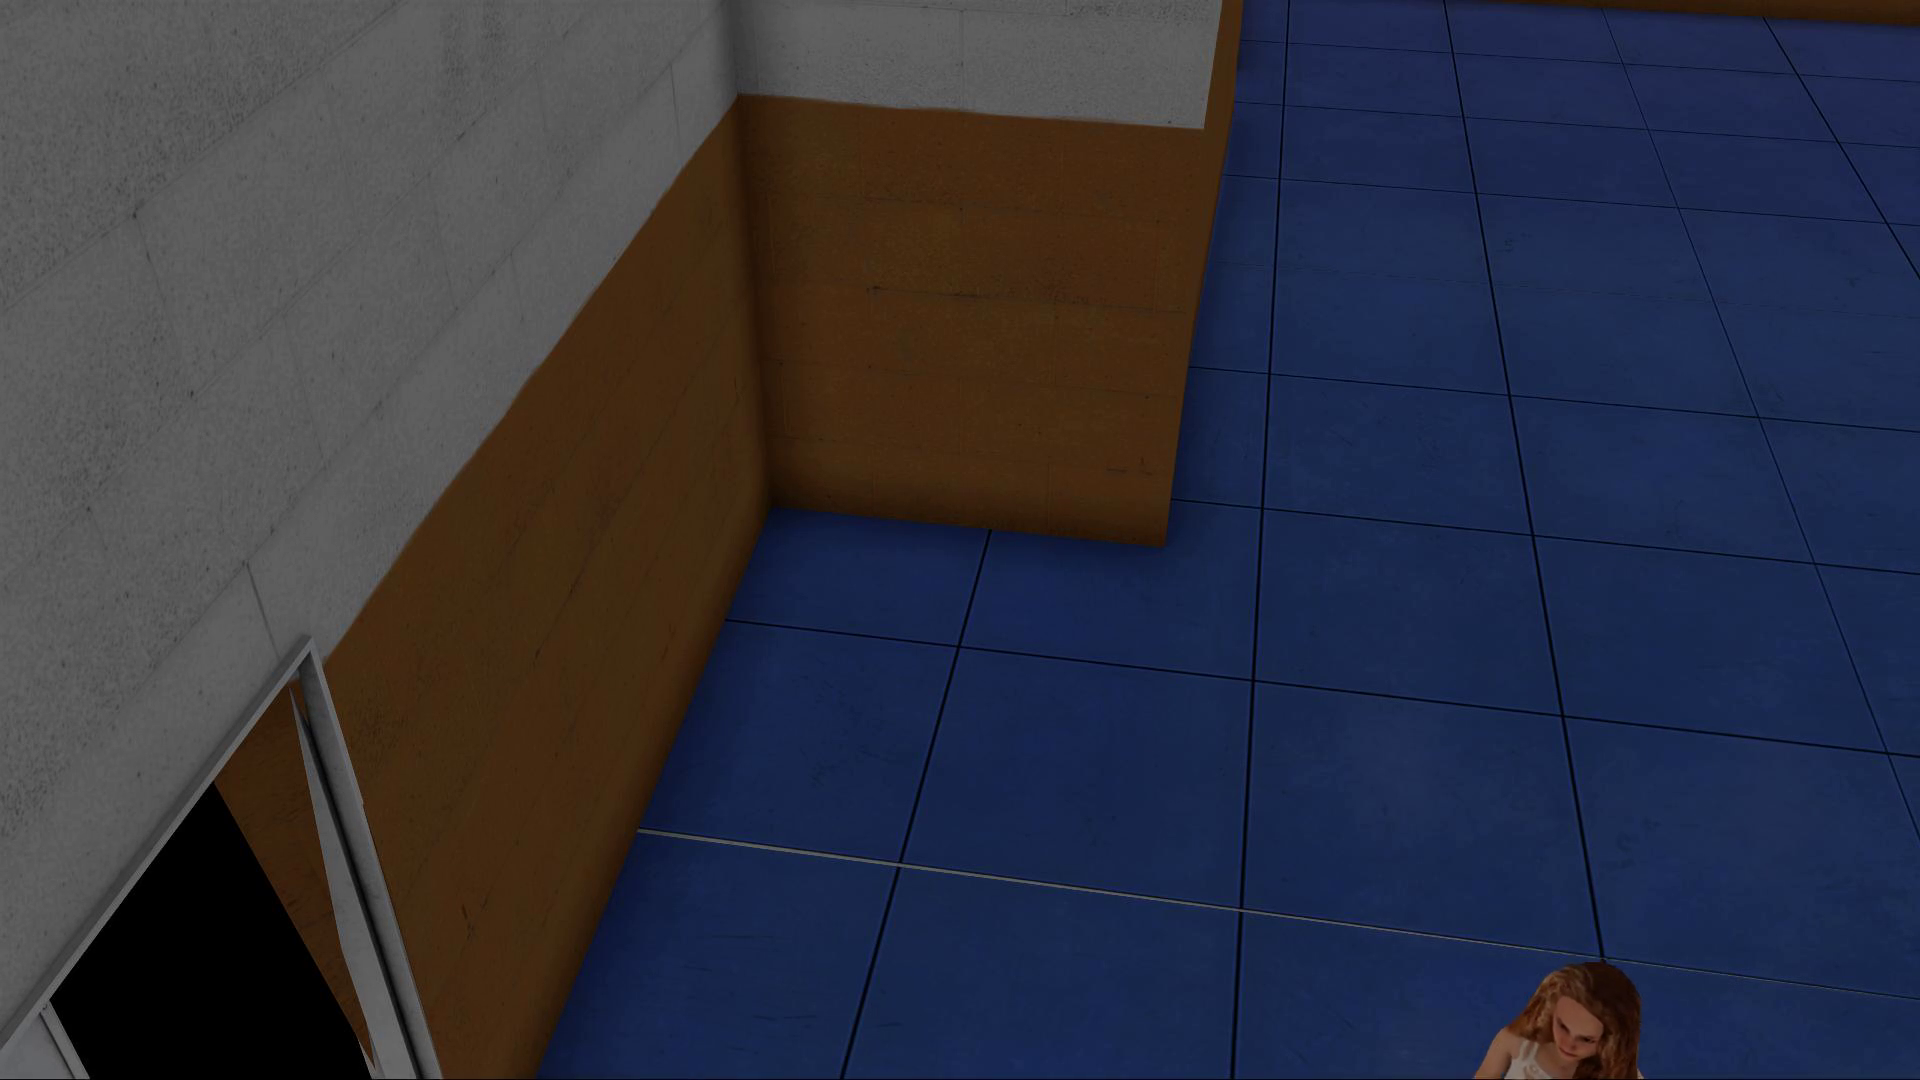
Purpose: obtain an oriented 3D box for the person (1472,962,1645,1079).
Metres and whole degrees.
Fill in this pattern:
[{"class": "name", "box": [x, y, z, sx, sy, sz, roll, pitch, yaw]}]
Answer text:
[{"class": "person", "box": [1.563, 1.698, 4.560, 1.126, 1.715, 0.996, 25, 44, 30]}]
